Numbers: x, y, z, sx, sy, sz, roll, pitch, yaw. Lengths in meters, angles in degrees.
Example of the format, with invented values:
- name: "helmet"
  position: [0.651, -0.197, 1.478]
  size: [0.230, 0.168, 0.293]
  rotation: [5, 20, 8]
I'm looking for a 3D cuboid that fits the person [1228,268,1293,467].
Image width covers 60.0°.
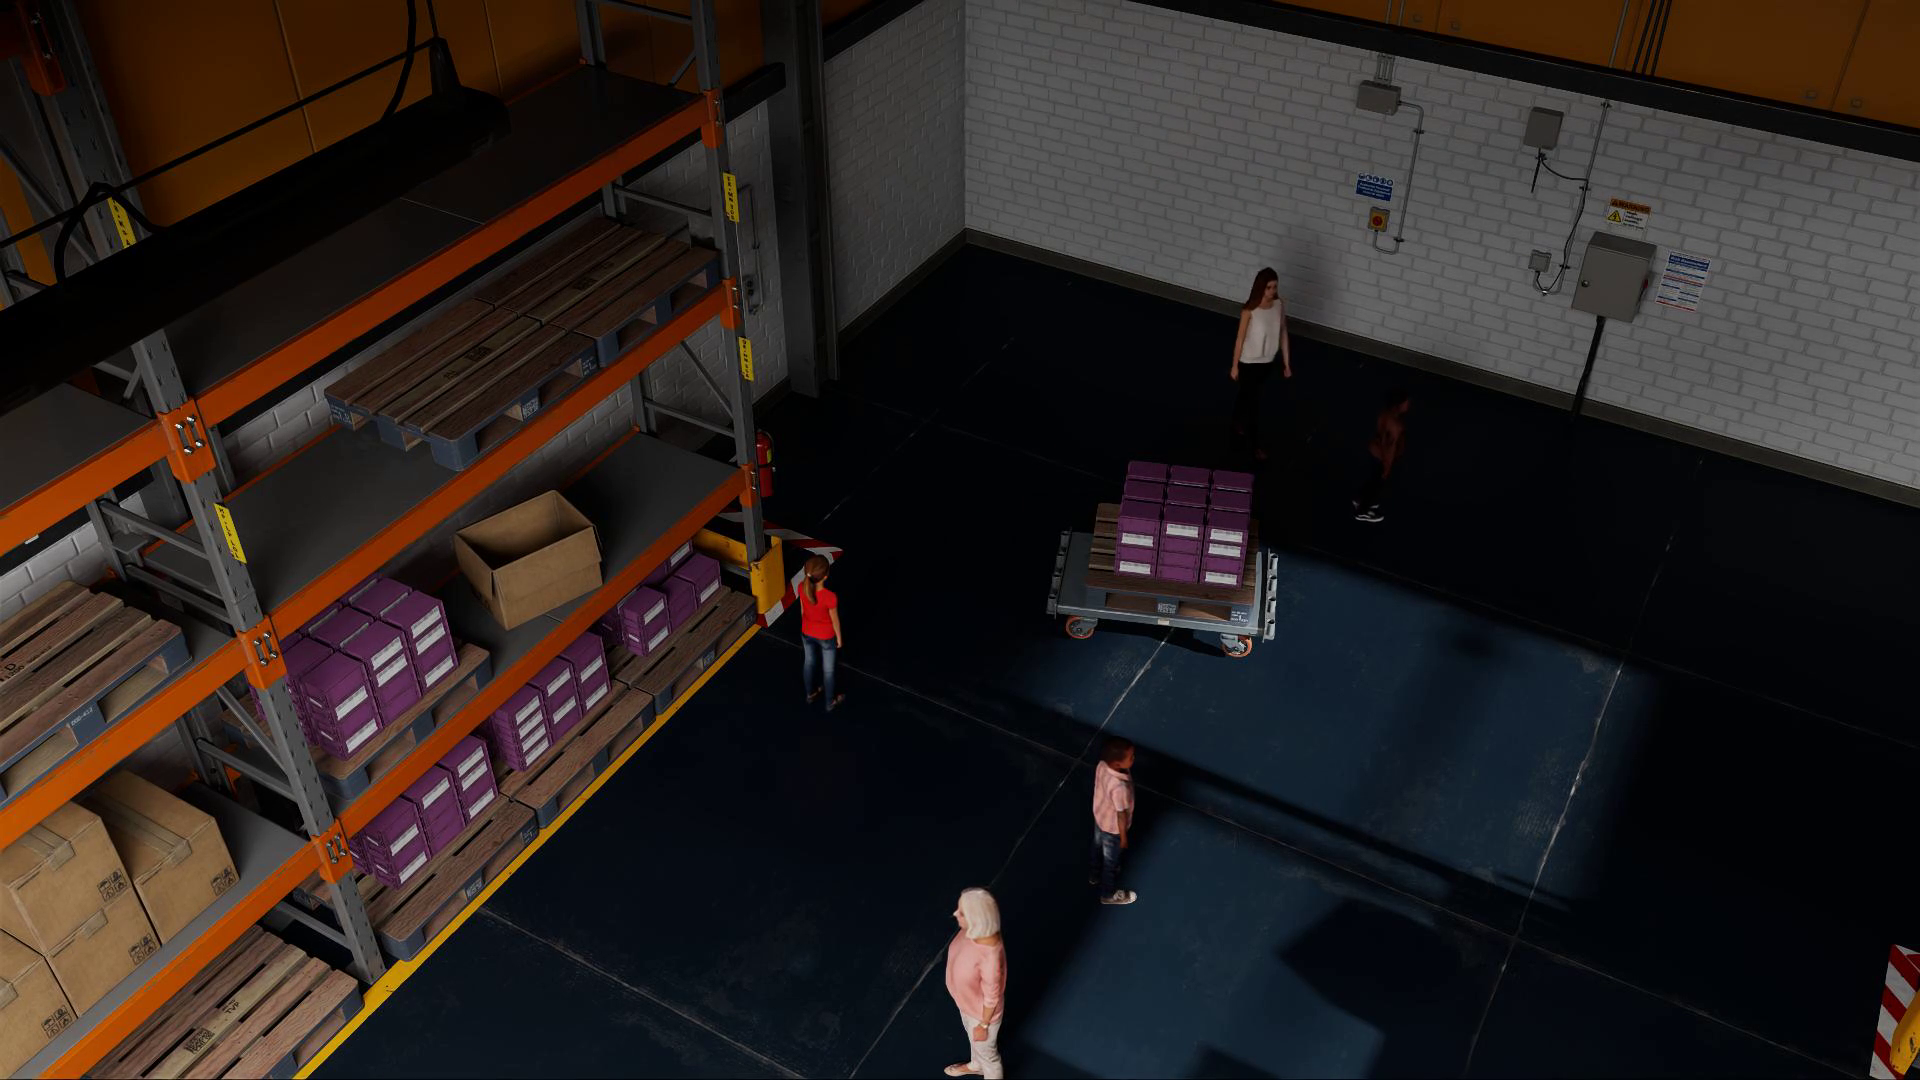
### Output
- name: "person"
  position: [2.408, -1.527, 13.814]
  size: [0.981, 1.695, 0.955]
  rotation: [-20, 43, -23]

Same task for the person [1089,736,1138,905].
- name: "person"
  position: [0.914, 1.685, 10.102]
  size: [0.636, 1.308, 0.580]
  rotation: [-11, 40, -13]

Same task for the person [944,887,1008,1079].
- name: "person"
  position: [0.104, 2.426, 8.840]
  size: [0.732, 1.726, 0.674]
  rotation: [-10, 40, -12]

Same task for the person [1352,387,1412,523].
- name: "person"
  position: [3.310, -0.677, 13.113]
  size: [0.664, 1.242, 0.574]
  rotation: [0, 39, 0]

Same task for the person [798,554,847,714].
- name: "person"
  position: [-0.973, 0.638, 11.414]
  size: [0.473, 1.307, 0.490]
  rotation: [17, 42, 20]
